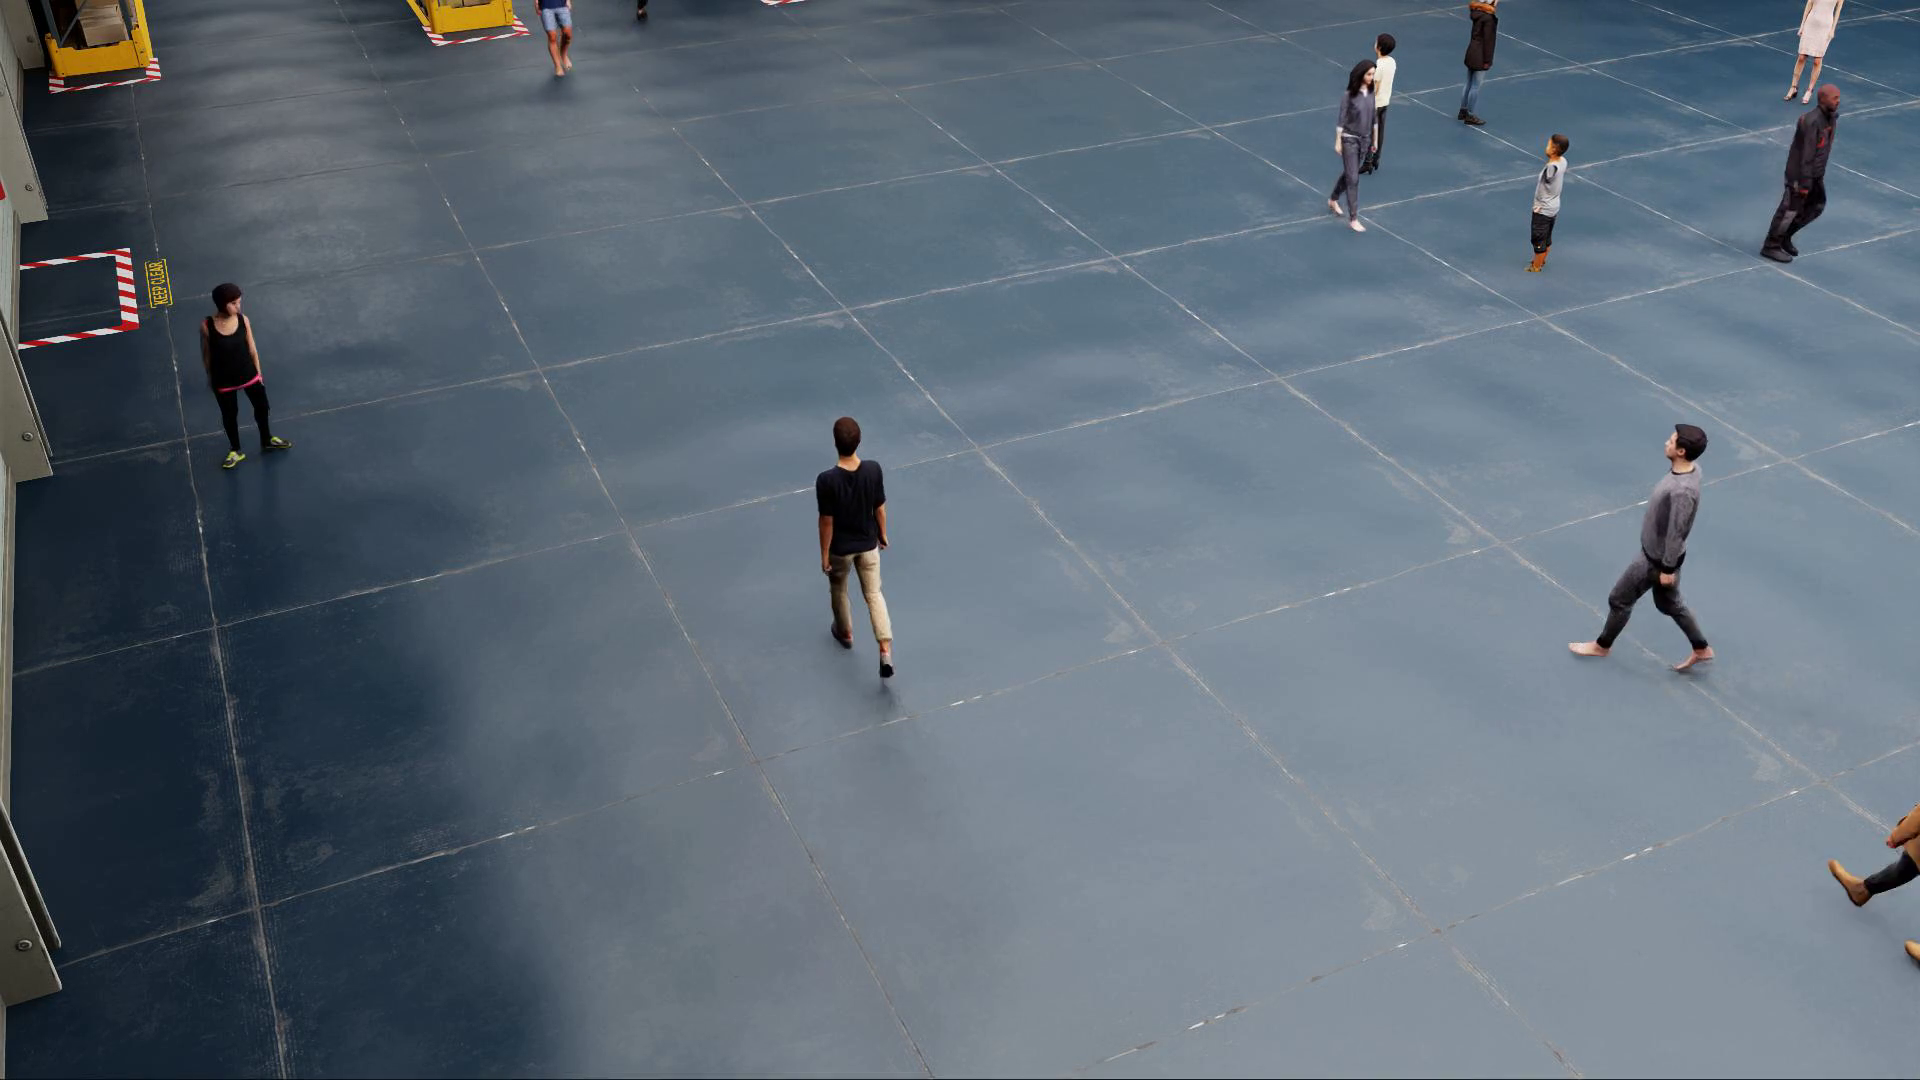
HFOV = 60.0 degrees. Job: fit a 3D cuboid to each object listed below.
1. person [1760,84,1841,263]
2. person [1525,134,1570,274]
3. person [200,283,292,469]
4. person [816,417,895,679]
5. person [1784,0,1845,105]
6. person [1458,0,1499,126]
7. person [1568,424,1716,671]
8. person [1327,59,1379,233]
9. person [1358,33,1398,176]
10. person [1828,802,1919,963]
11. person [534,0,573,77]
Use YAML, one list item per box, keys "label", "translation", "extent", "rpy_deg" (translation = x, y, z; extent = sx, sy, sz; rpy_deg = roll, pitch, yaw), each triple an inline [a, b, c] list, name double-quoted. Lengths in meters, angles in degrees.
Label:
- label: "person"
  translation: [8.427, -3.726, 16.804]
  extent: [0.793, 1.811, 0.785]
  rpy_deg: [-27, 42, -35]
- label: "person"
  translation: [5.882, -3.407, 16.640]
  extent: [0.654, 1.456, 0.643]
  rpy_deg: [21, 39, 29]
- label: "person"
  translation: [-5.879, -1.328, 13.375]
  extent: [0.761, 1.529, 0.604]
  rpy_deg: [-13, 35, -19]
- label: "person"
  translation: [-0.660, 0.090, 10.918]
  extent: [0.676, 1.832, 1.089]
  rpy_deg: [-13, 35, -19]
- label: "person"
  translation: [10.811, -6.429, 20.943]
  extent: [0.561, 1.830, 0.704]
  rpy_deg: [27, 41, 34]
- label: "person"
  translation: [6.352, -5.932, 20.360]
  extent: [0.764, 1.633, 0.650]
  rpy_deg: [-4, 33, -6]
- label: "person"
  translation: [4.705, 0.102, 10.916]
  extent: [1.242, 1.813, 1.123]
  rpy_deg: [16, 36, 23]
- label: "person"
  translation: [4.149, -4.242, 17.674]
  extent: [0.628, 1.727, 0.990]
  rpy_deg: [-15, 36, -22]
- label: "person"
  translation: [4.734, -4.955, 18.899]
  extent: [0.612, 1.588, 0.653]
  rpy_deg: [26, 41, 34]
- label: "person"
  translation: [5.279, 1.595, 8.735]
  extent: [0.774, 1.688, 1.111]
  rpy_deg: [-19, 38, -27]
- label: "person"
  translation: [-5.392, -7.086, 21.951]
  extent: [0.658, 1.832, 0.676]
  rpy_deg: [-13, 35, -18]
